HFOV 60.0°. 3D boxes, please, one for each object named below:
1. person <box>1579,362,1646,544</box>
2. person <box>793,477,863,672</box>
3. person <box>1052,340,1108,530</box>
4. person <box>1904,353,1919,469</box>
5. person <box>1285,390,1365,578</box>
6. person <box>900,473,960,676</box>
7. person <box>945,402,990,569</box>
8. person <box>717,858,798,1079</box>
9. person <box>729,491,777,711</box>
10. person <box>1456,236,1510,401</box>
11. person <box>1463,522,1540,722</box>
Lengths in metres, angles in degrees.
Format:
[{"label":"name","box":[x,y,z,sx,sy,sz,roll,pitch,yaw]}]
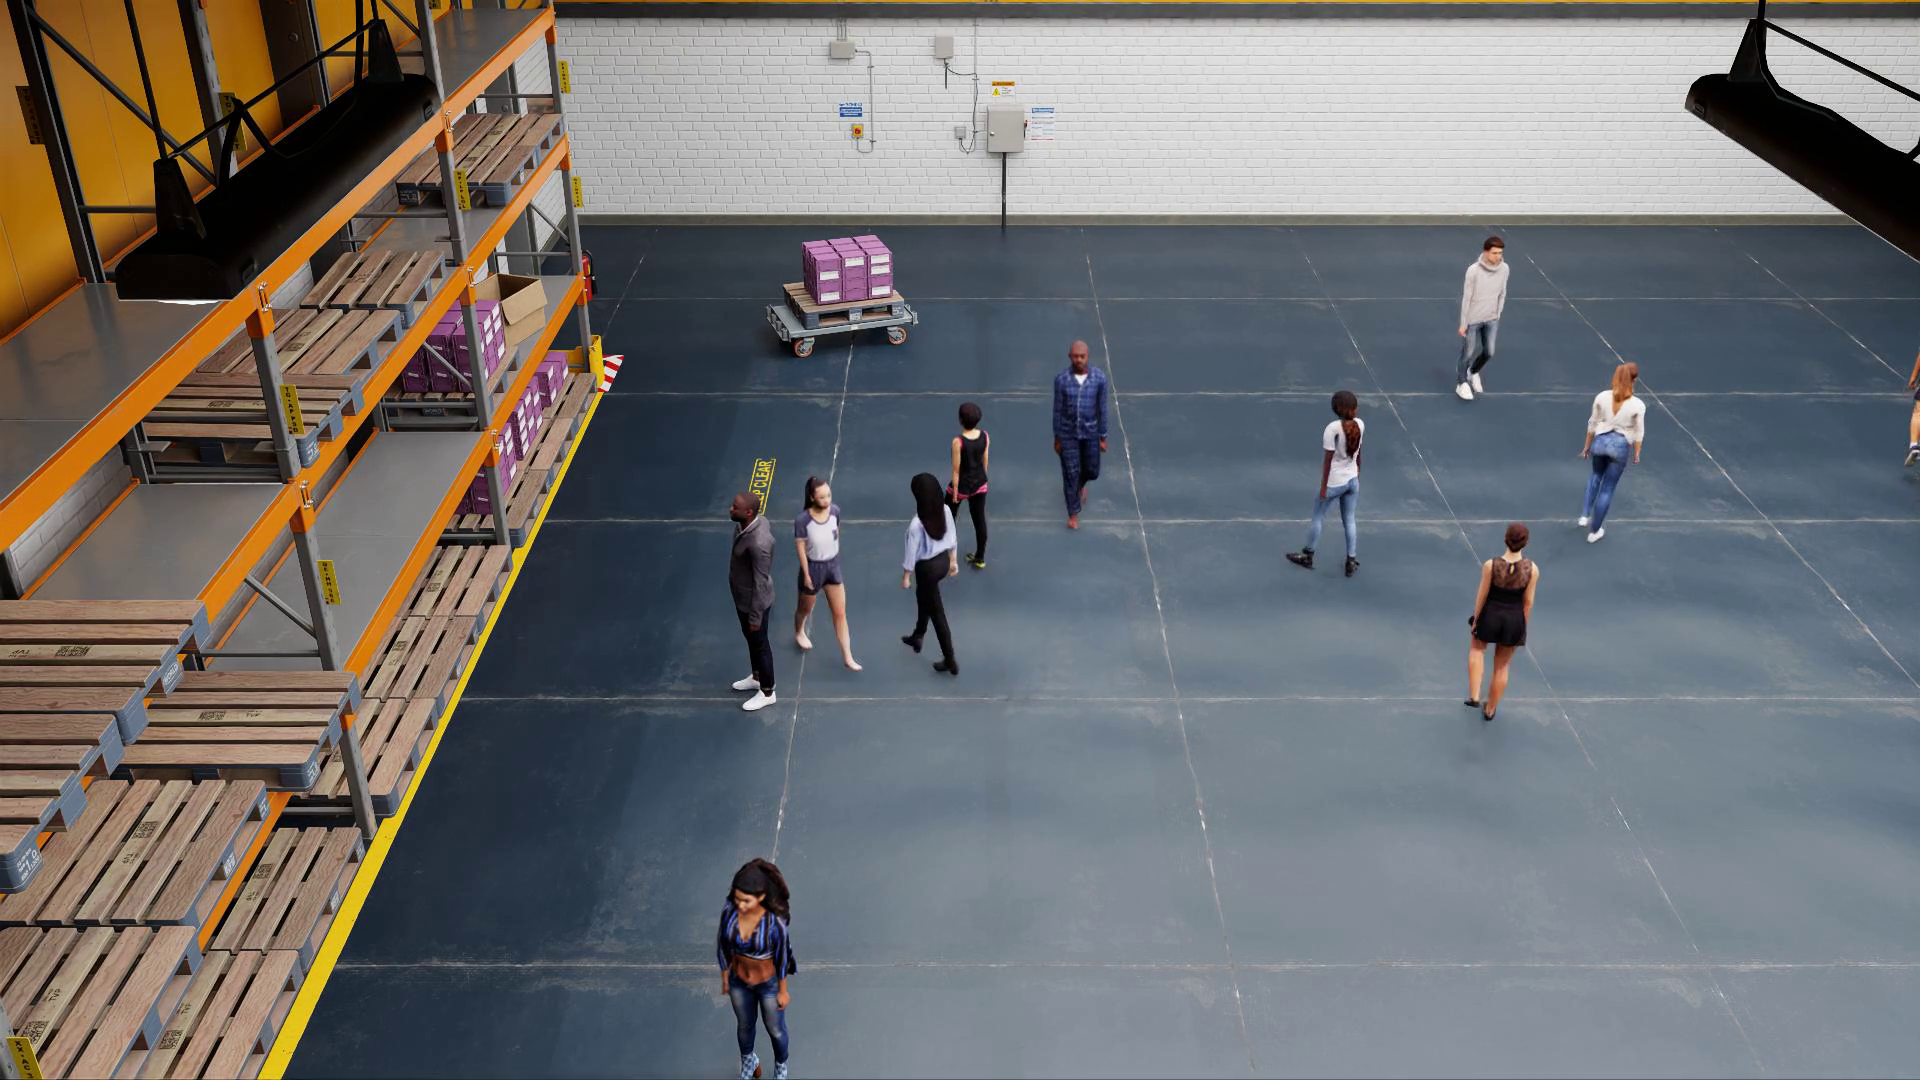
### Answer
[{"label":"person","box":[5.857,-0.770,15.068,0.771,1.705,0.826,23,36,36]},{"label":"person","box":[-1.183,0.245,13.312,0.965,1.606,1.133,-18,33,-29]},{"label":"person","box":[1.097,-1.025,15.430,0.664,1.807,0.856,0,29,-1]},{"label":"person","box":[9.638,-1.511,16.377,0.953,1.753,1.143,15,32,26]},{"label":"person","box":[3.355,-0.483,14.539,0.874,1.709,0.930,-12,31,-21]},{"label":"person","box":[-0.148,0.306,13.080,1.011,1.720,0.981,20,34,32]},{"label":"person","box":[0.112,-0.459,14.684,0.838,1.527,0.987,-16,32,-26]},{"label":"person","box":[-1.127,2.454,9.253,0.666,1.614,0.644,9,30,15]},{"label":"person","box":[-1.575,0.441,12.732,0.847,1.818,0.669,-9,30,-17]},{"label":"person","box":[5.564,-2.424,17.963,0.724,1.837,0.719,-5,29,-8]},{"label":"person","box":[4.064,0.651,12.504,0.658,1.666,0.689,7,29,12]}]
